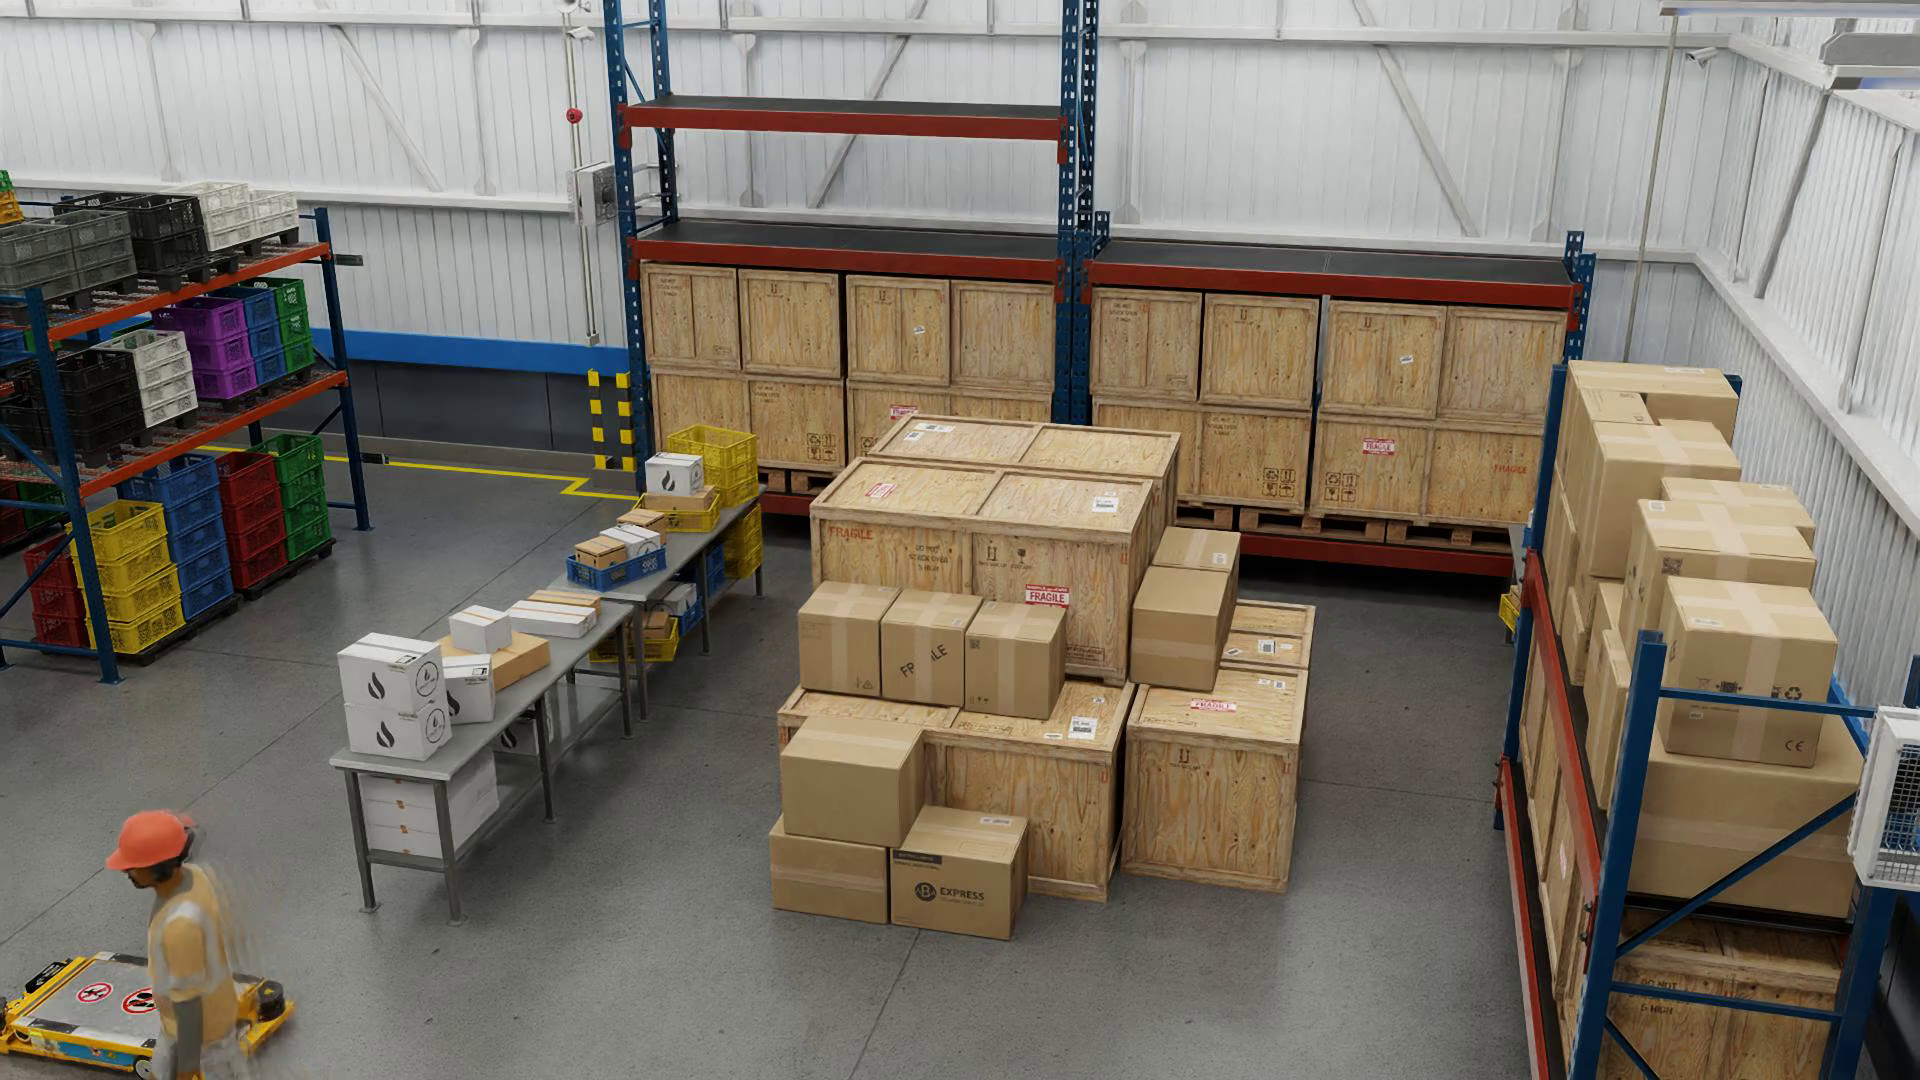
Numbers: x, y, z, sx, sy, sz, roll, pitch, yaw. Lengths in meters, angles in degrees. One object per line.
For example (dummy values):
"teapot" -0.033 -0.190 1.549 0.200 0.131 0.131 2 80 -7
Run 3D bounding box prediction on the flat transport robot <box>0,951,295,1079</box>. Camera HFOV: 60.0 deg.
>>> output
"flat transport robot" -4.270 2.464 8.601 1.431 0.231 0.659 5 22 13

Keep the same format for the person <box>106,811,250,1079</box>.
"person" -3.304 2.057 7.276 1.046 2.002 0.619 -11 23 -26
